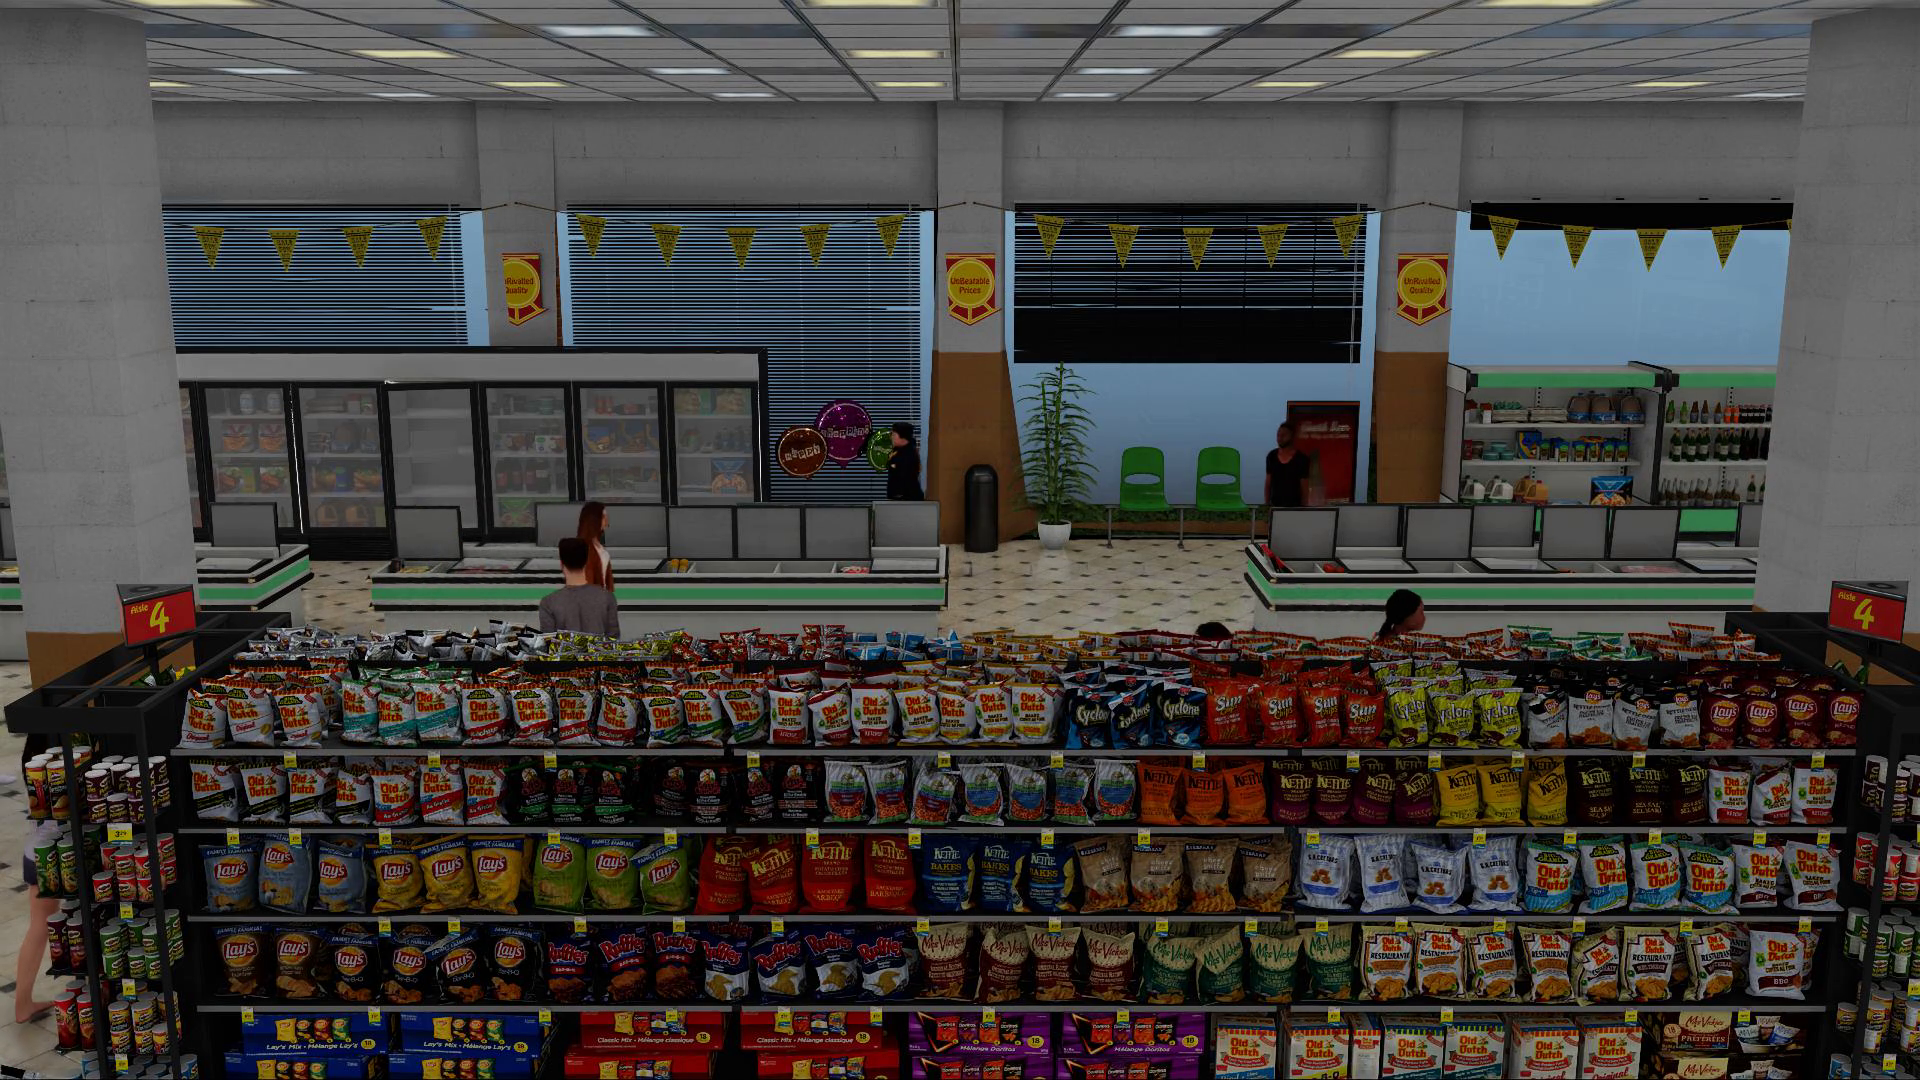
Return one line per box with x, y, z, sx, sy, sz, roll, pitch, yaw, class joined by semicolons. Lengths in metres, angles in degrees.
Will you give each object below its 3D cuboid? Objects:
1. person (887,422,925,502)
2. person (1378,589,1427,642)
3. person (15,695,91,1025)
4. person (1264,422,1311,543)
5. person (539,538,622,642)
-0.497;-0.407;17.470;0.650;1.666;0.716;0;12;-2;person
2.479;1.168;9.890;1.224;1.709;0.780;3;12;13;person
-4.392;1.562;8.118;0.787;1.667;0.823;3;12;14;person
3.312;-0.287;16.609;0.975;1.787;1.020;9;15;37;person
-2.403;0.921;10.592;0.694;1.903;0.827;-6;13;-26;person
